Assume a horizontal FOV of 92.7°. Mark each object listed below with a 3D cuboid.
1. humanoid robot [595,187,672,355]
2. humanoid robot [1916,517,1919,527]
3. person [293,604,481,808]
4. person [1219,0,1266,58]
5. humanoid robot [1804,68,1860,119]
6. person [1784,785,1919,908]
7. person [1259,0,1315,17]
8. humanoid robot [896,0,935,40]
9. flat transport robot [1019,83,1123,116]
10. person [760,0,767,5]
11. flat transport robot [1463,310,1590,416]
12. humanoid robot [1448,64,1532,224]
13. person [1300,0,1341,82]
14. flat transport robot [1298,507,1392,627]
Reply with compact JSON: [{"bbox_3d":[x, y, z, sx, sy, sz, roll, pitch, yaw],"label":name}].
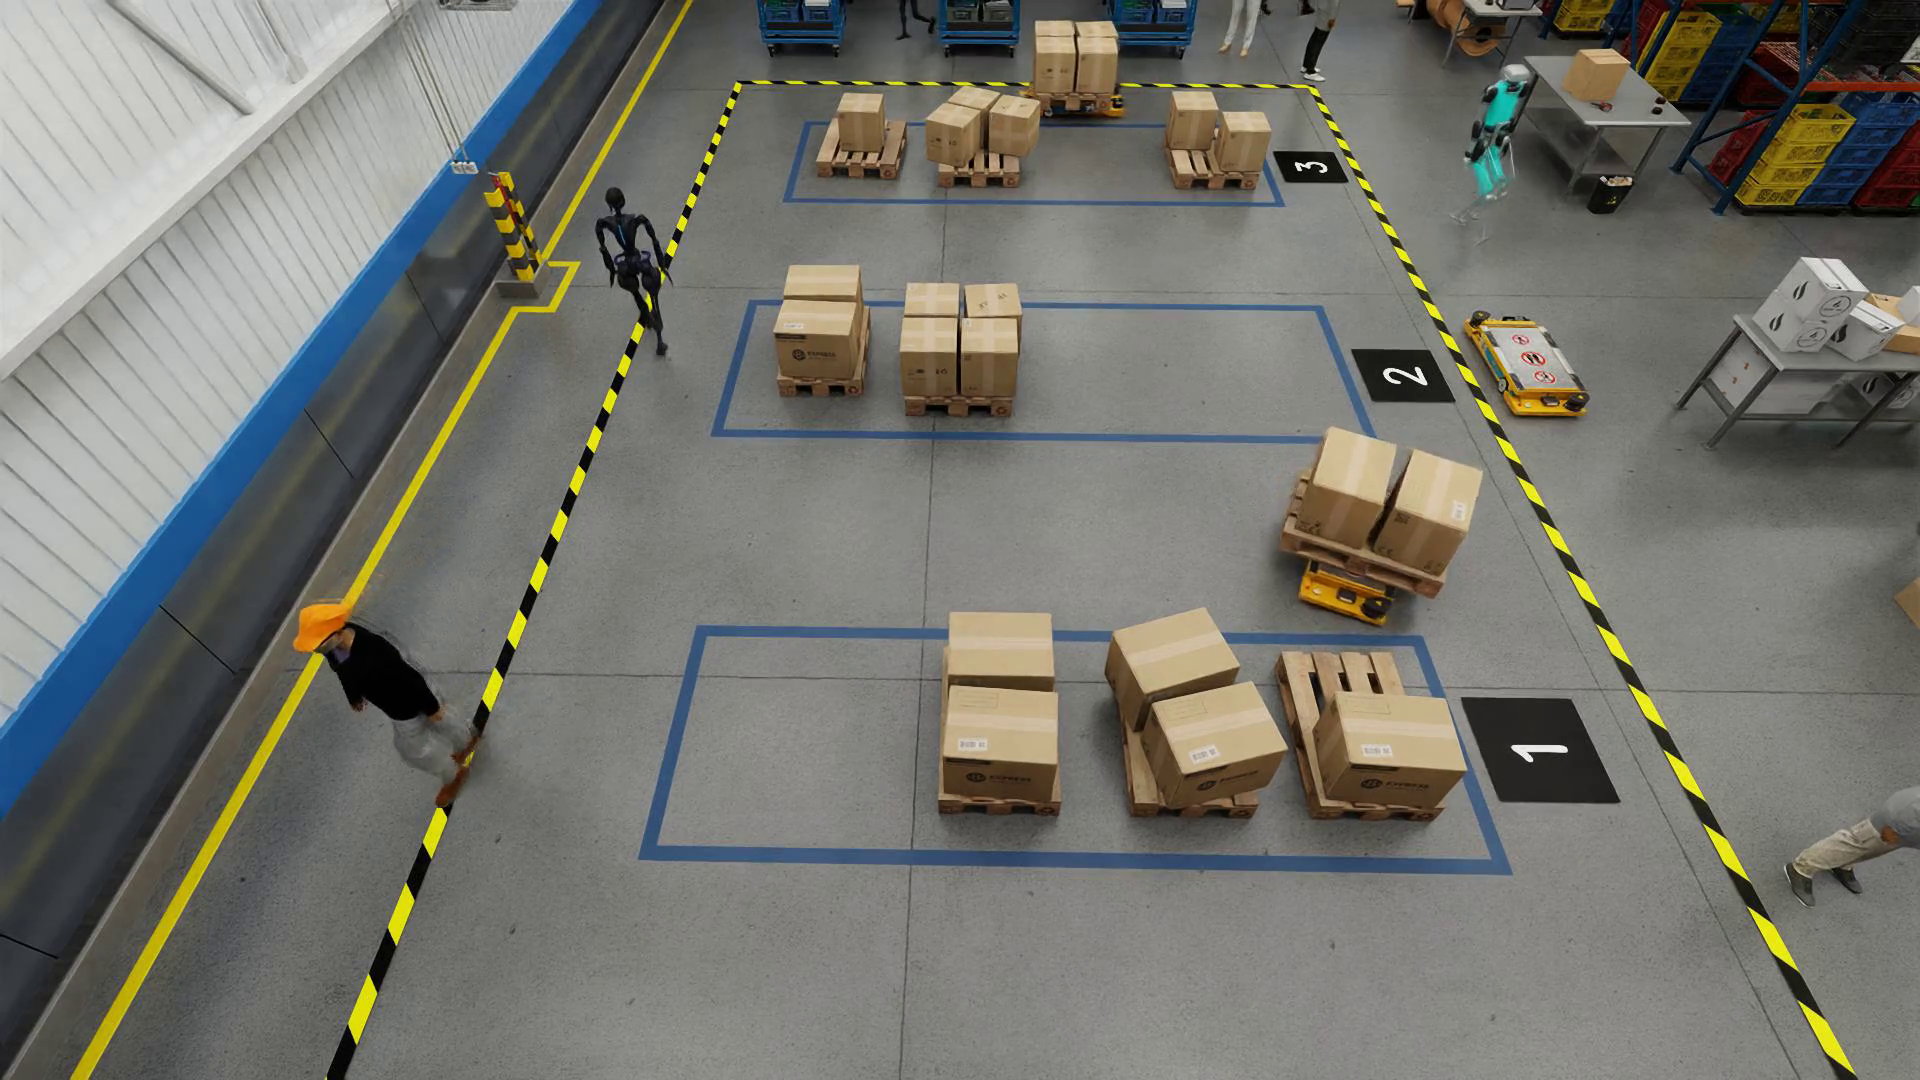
[{"bbox_3d":[-3.149,-2.637,8.916,0.593,1.624,0.794,-7,49,-6],"label":"humanoid robot"},{"bbox_3d":[8.291,-0.574,7.102,0.609,1.640,0.436,25,54,20],"label":"humanoid robot"},{"bbox_3d":[-3.502,1.006,5.602,0.581,1.864,0.649,23,53,19],"label":"person"},{"bbox_3d":[4.292,-8.171,13.569,0.620,1.837,0.430,27,54,21],"label":"person"},{"bbox_3d":[11.157,-5.796,11.630,0.596,1.631,0.493,-35,58,-27],"label":"humanoid robot"},{"bbox_3d":[5.461,1.567,5.185,0.562,1.767,0.399,-8,50,-7],"label":"person"},{"bbox_3d":[5.355,-9.335,14.535,1.003,1.901,0.595,-16,51,-13],"label":"person"},{"bbox_3d":[-0.728,-8.599,14.053,0.642,1.628,0.586,-29,55,-23],"label":"humanoid robot"},{"bbox_3d":[1.552,-6.209,12.889,1.431,0.197,0.652,1,49,1],"label":"flat transport robot"},{"bbox_3d":[-3.257,-9.836,14.953,0.370,1.932,0.620,1,49,1],"label":"person"},{"bbox_3d":[5.573,-1.757,9.054,0.659,0.231,1.431,1,49,1],"label":"flat transport robot"},{"bbox_3d":[5.997,-4.313,10.207,0.533,1.677,0.735,-12,50,-10],"label":"humanoid robot"},{"bbox_3d":[5.277,-7.548,13.022,0.401,1.848,0.590,4,49,4],"label":"person"},{"bbox_3d":[3.265,0.023,7.495,0.652,0.197,1.431,20,52,16],"label":"flat transport robot"}]
